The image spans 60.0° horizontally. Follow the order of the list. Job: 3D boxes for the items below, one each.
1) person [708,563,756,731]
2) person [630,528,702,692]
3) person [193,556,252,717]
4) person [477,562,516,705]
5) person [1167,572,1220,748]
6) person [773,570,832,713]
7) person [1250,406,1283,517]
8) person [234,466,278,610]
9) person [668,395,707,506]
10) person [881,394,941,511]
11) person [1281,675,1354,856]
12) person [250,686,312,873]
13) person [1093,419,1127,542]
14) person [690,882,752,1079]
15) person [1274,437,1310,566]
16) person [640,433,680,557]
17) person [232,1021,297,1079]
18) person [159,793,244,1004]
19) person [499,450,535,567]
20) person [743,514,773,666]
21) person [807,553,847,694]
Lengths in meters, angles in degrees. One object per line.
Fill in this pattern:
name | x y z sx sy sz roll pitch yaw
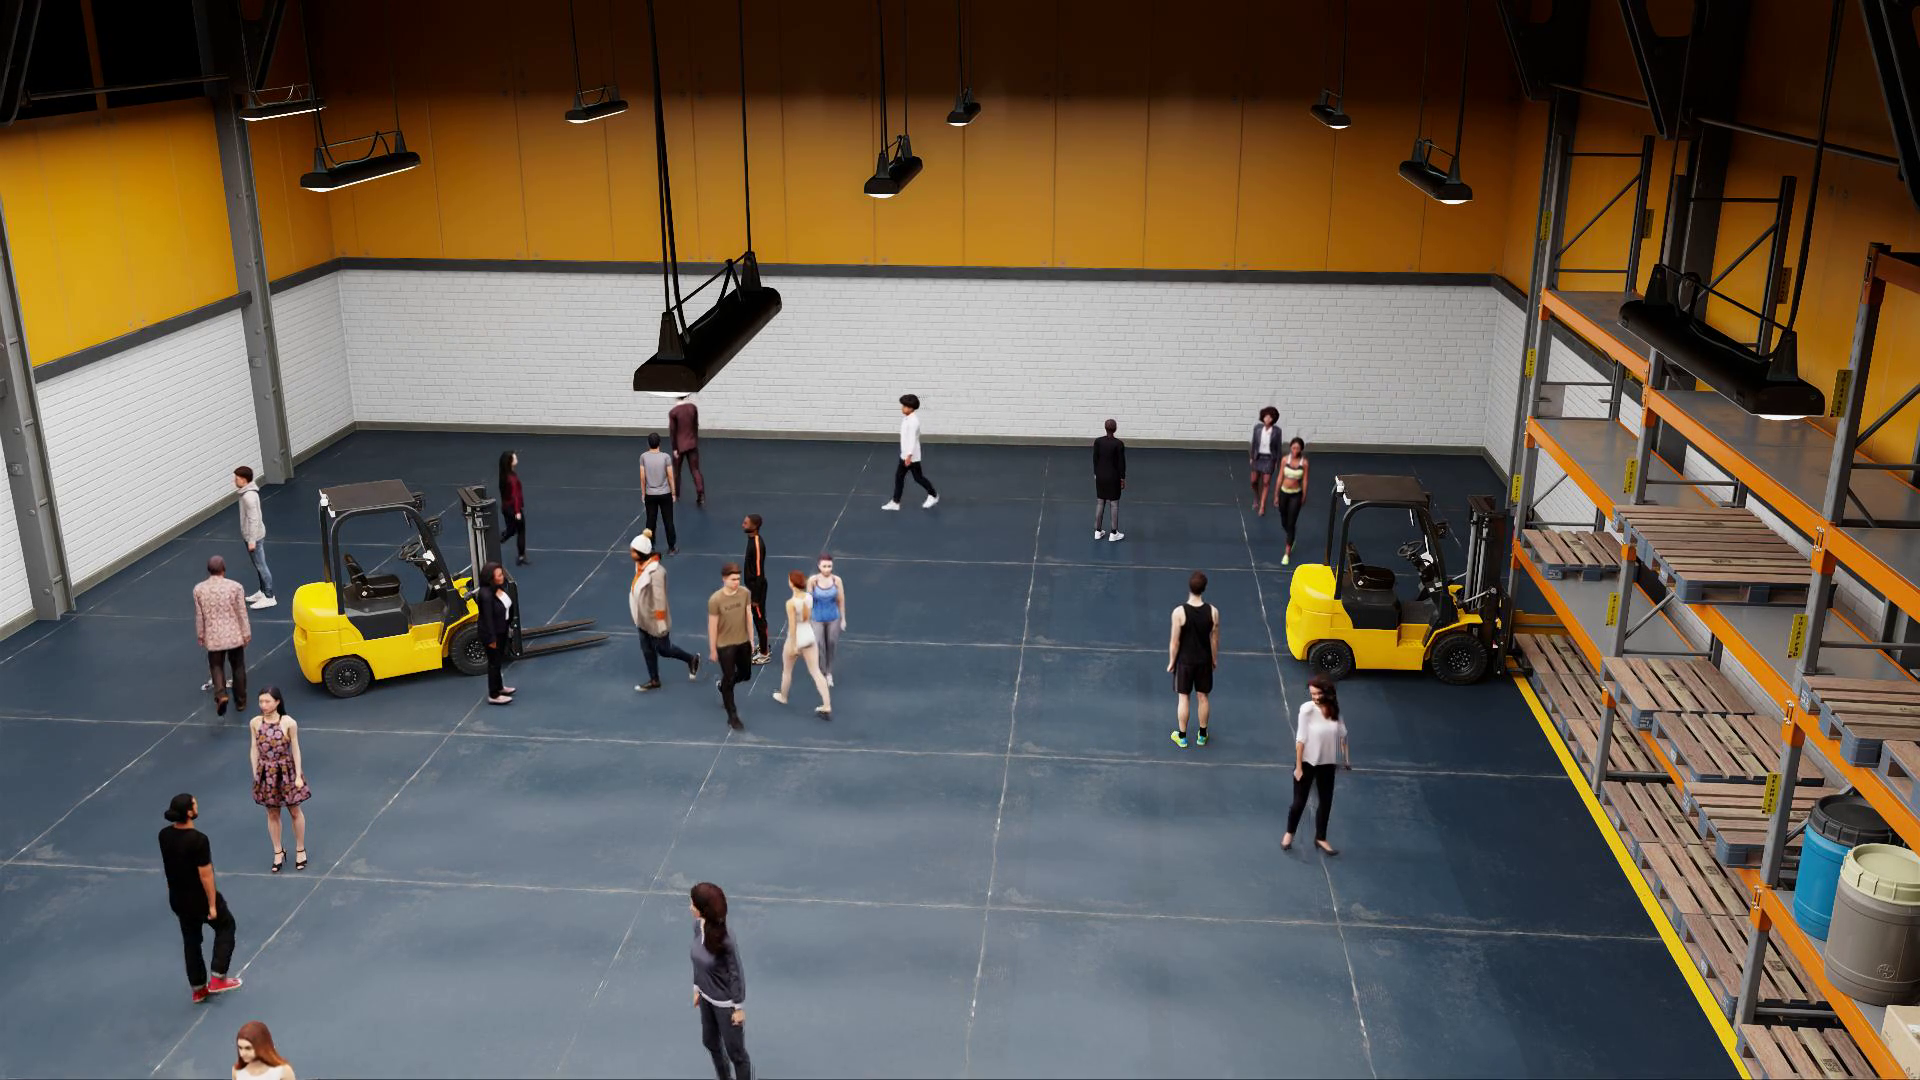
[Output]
person | -2.468 1.089 17.753 0.986 1.835 1.061 -12 22 -32
person | -3.338 0.782 18.606 1.121 1.872 1.105 -11 22 -31
person | -7.927 1.068 17.897 0.883 1.783 0.991 -6 19 -17
person | -5.146 1.009 18.334 0.718 1.616 0.602 -1 19 -4
person | 2.421 1.238 17.221 0.722 1.892 0.639 -2 19 -5
person | -1.652 1.138 17.971 1.029 1.603 1.025 17 25 41
person | 4.536 -1.188 24.750 0.688 1.686 0.667 7 20 19
person | -8.957 -0.054 21.120 0.821 1.852 0.721 -11 21 -28
person | -4.107 -1.399 25.154 1.178 1.827 1.314 -12 22 -32
person | -0.663 -1.293 24.927 1.023 1.771 1.177 -6 20 -19
person | 3.215 2.032 15.032 0.803 1.785 0.807 -12 22 -32
person | -6.052 2.121 14.785 0.707 1.774 0.718 -2 19 -5
person | 2.109 -0.870 23.686 0.730 1.761 0.717 11 22 30
person | -1.625 3.200 11.599 0.750 1.763 0.788 12 22 31
person | 4.557 -0.581 22.889 0.829 1.722 1.181 8 20 24
person | -4.179 -0.639 23.012 0.642 1.755 0.571 -1 19 -2
person | -4.195 3.664 10.300 0.587 1.712 0.535 1 19 4
person | -5.958 2.799 12.814 0.672 1.747 0.661 6 19 17
person | -6.125 -0.390 22.452 0.964 1.639 0.917 -14 23 -35
person | -2.359 0.549 19.398 0.768 1.809 0.619 -5 19 -14
person | -1.523 0.888 18.717 0.679 1.601 0.761 -4 19 -11
